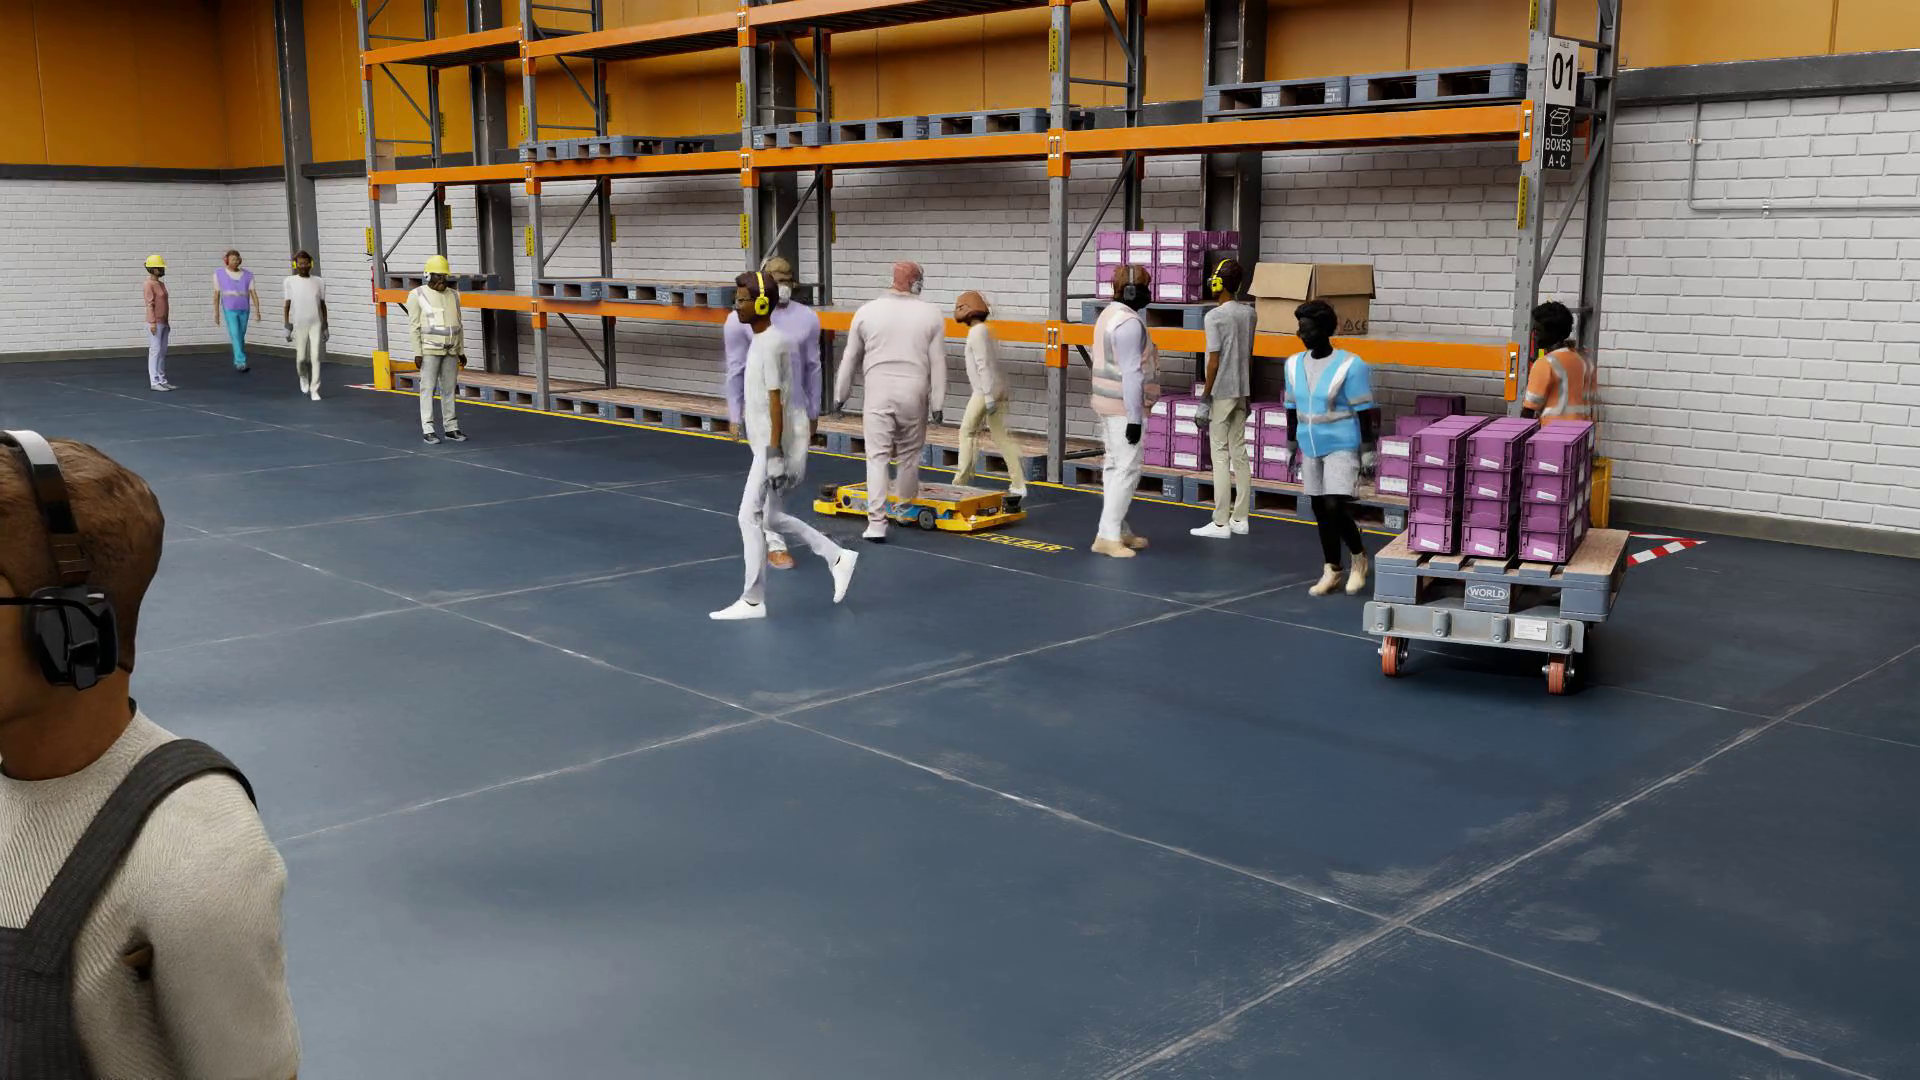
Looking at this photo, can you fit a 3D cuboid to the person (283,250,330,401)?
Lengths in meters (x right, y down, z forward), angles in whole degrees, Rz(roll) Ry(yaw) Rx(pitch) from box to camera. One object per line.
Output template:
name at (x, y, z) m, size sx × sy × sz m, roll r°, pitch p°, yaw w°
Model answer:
person at (-8.086, -2.656, 20.581) m, size 0.520 × 1.849 × 0.664 m, roll -5°, pitch 12°, yaw -26°

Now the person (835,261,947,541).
person at (-0.466, -0.944, 11.232) m, size 0.766 × 1.844 × 0.953 m, roll 0°, pitch 10°, yaw -1°

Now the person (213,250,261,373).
person at (-10.713, -3.387, 24.682) m, size 0.586 × 1.790 × 0.964 m, roll -9°, pitch 13°, yaw -39°

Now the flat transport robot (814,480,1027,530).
flat transport robot at (-0.294, -0.268, 11.834) m, size 1.431 × 0.197 × 0.652 m, roll 8°, pitch 13°, yaw 36°

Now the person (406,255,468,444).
person at (-5.090, -1.863, 16.272) m, size 0.403 × 1.832 × 0.586 m, roll 8°, pitch 13°, yaw 37°

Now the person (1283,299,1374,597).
person at (2.036, -0.496, 9.250) m, size 0.417 × 1.673 × 0.535 m, roll -8°, pitch 13°, yaw -38°

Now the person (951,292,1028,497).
person at (0.151, -1.089, 12.700) m, size 0.798 × 1.588 × 0.524 m, roll 3°, pitch 11°, yaw 14°

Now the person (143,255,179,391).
person at (-10.436, -2.824, 21.697) m, size 0.316 × 1.767 × 0.535 m, roll -1°, pitch 10°, yaw -5°

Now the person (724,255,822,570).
person at (-1.171, -0.809, 10.330) m, size 0.628 × 1.912 × 0.779 m, roll -5°, pitch 12°, yaw -27°

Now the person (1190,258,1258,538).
person at (1.774, -0.945, 11.159) m, size 0.517 × 1.874 × 0.327 m, roll -9°, pitch 14°, yaw -41°

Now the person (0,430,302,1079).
person at (-0.847, 0.807, 1.685) m, size 0.507 × 1.843 × 0.351 m, roll 8°, pitch 13°, yaw 36°

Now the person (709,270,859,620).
person at (-0.939, -0.494, 8.793) m, size 0.741 × 1.851 × 0.525 m, roll -2°, pitch 11°, yaw -10°

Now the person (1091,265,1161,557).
person at (1.032, -0.815, 10.566) m, size 0.482 × 1.840 × 0.654 m, roll -2°, pitch 11°, yaw -8°

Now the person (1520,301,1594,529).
person at (3.399, -0.543, 9.575) m, size 0.875 × 1.645 × 0.526 m, roll 9°, pitch 13°, yaw 39°
